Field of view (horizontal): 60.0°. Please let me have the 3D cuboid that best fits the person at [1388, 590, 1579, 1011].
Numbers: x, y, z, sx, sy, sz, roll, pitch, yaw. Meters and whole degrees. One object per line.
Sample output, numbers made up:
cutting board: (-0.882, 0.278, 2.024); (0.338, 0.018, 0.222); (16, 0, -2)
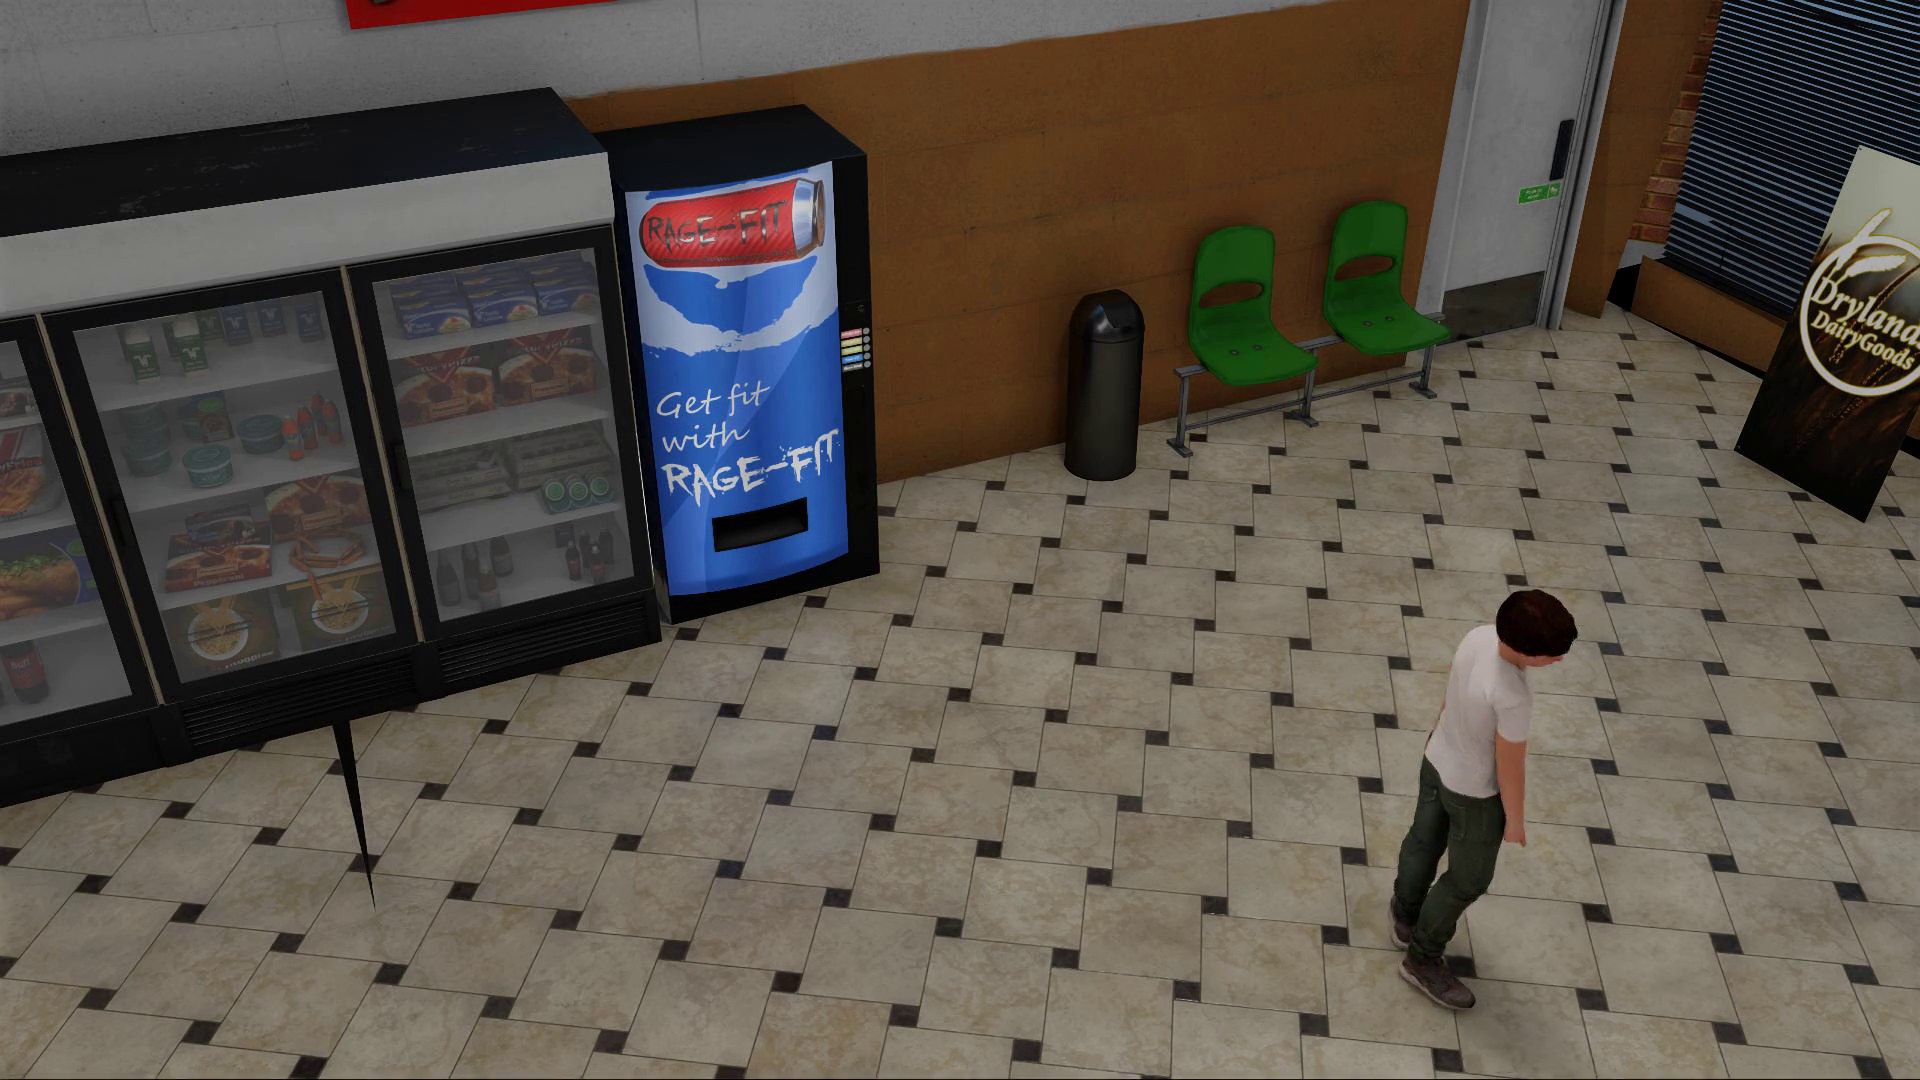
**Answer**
person: (1.641, 0.771, 5.527); (0.844, 1.628, 0.583); (-13, 34, -20)
